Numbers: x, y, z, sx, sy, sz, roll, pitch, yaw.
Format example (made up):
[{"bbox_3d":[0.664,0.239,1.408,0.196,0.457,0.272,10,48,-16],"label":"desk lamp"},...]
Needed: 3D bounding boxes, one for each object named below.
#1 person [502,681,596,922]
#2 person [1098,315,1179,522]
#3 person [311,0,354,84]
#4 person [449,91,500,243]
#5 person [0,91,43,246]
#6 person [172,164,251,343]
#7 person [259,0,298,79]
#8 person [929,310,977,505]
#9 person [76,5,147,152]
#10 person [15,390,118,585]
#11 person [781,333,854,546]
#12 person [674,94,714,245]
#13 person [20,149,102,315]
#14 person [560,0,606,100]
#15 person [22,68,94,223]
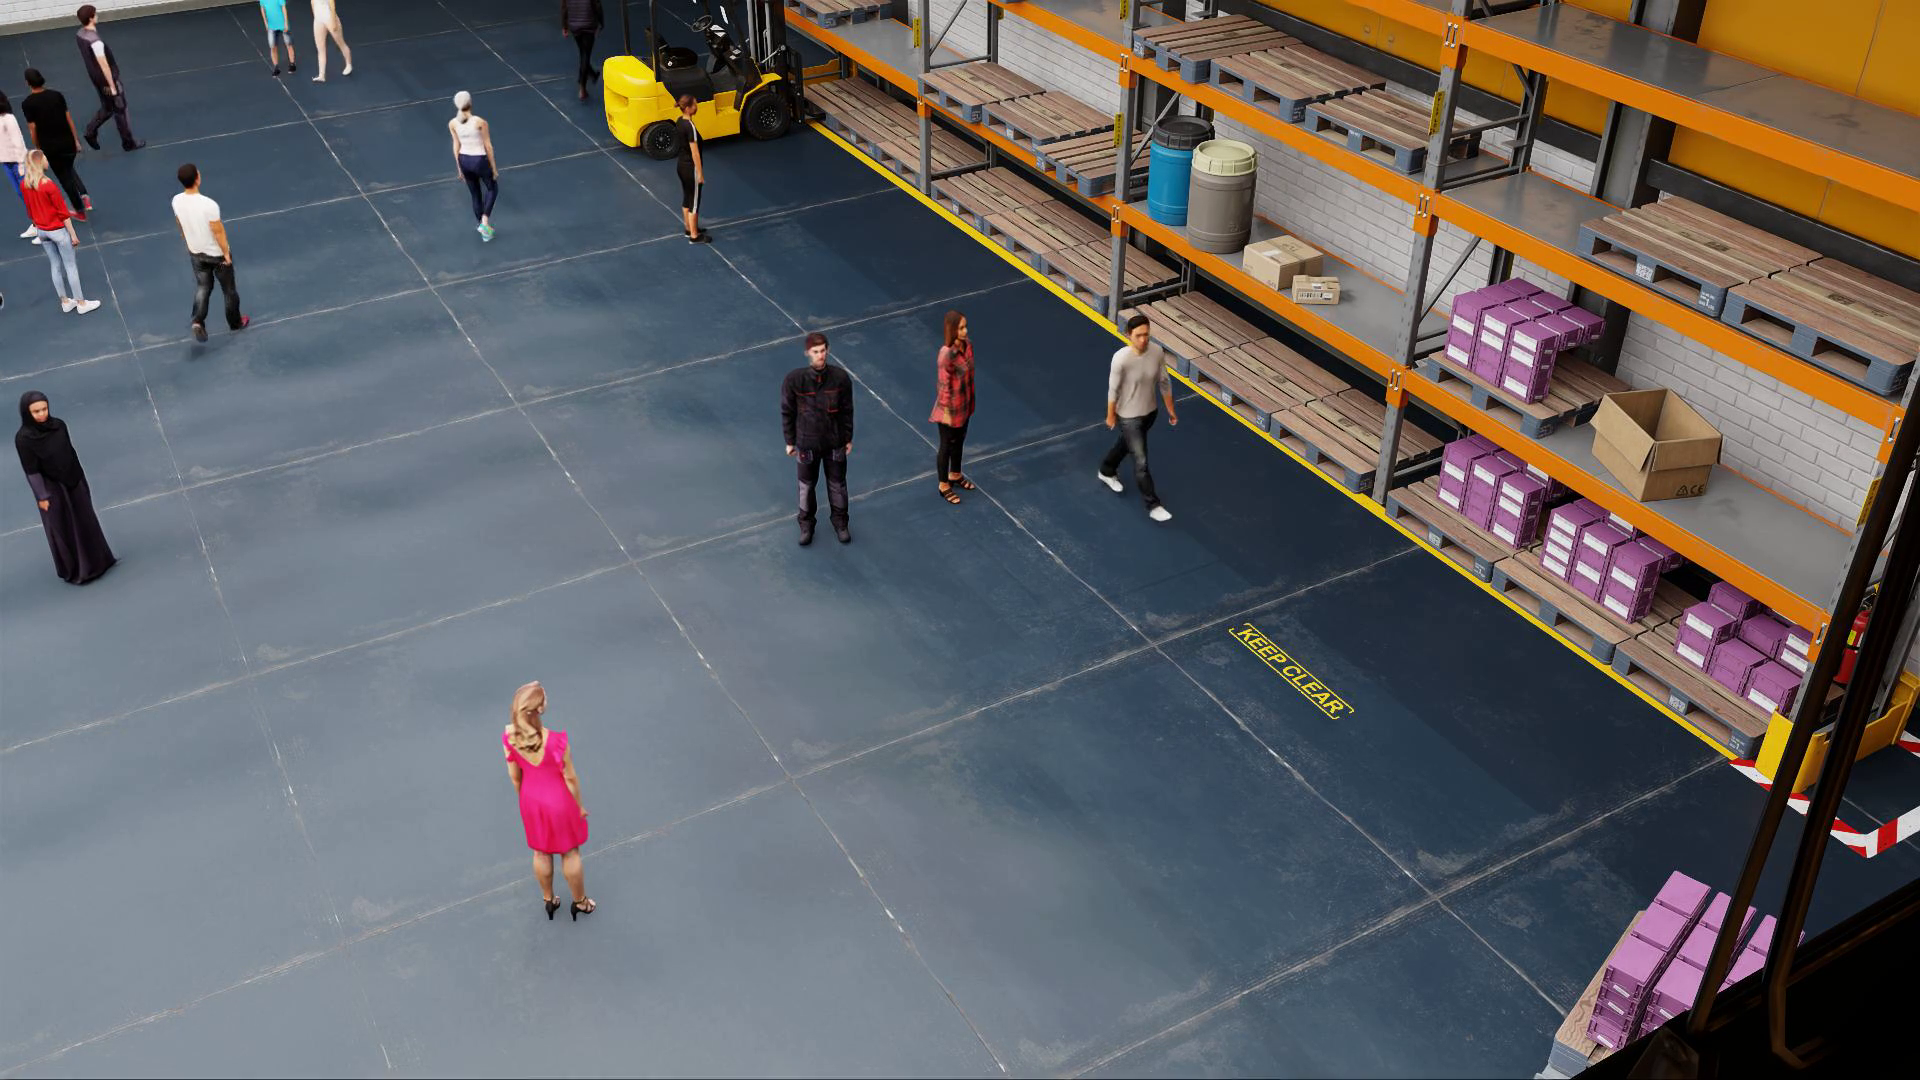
[{"bbox_3d":[-2.425,1.558,9.782,0.669,1.726,0.718,6,34,9],"label":"person"},{"bbox_3d":[1.397,-1.078,13.720,0.724,1.758,1.210,-22,39,-29],"label":"person"},{"bbox_3d":[-8.727,-7.194,23.067,1.002,1.597,1.076,7,34,11],"label":"person"},{"bbox_3d":[-5.337,-4.052,18.251,0.815,1.695,0.886,3,34,4],"label":"person"},{"bbox_3d":[-10.389,-4.144,18.325,0.602,1.767,0.774,26,41,33],"label":"person"},{"bbox_3d":[-7.405,-2.780,16.252,0.980,1.790,1.086,5,34,7],"label":"person"},{"bbox_3d":[-9.535,-7.256,23.312,0.698,1.429,0.833,-3,34,-4],"label":"person"},{"bbox_3d":[-0.043,-1.126,13.842,0.713,1.703,0.700,18,38,25],"label":"person"},{"bbox_3d":[-10.653,-5.655,20.537,0.967,1.835,0.915,26,42,33],"label":"person"},{"bbox_3d":[-6.980,-0.433,12.880,0.754,1.614,0.711,14,36,20],"label":"person"},{"bbox_3d":[-1.110,-0.805,13.237,0.795,1.838,0.725,-4,34,-6],"label":"person"},{"bbox_3d":[-2.988,-4.104,18.354,0.640,1.669,0.460,-16,37,-23],"label":"person"},{"bbox_3d":[-9.172,-3.117,16.835,0.676,1.705,0.739,9,35,13],"label":"person"},{"bbox_3d":[-5.078,-6.816,22.333,1.180,1.780,1.337,3,34,4],"label":"person"},{"bbox_3d":[-10.147,-4.428,18.771,0.755,1.746,0.728,21,39,28],"label":"person"}]
